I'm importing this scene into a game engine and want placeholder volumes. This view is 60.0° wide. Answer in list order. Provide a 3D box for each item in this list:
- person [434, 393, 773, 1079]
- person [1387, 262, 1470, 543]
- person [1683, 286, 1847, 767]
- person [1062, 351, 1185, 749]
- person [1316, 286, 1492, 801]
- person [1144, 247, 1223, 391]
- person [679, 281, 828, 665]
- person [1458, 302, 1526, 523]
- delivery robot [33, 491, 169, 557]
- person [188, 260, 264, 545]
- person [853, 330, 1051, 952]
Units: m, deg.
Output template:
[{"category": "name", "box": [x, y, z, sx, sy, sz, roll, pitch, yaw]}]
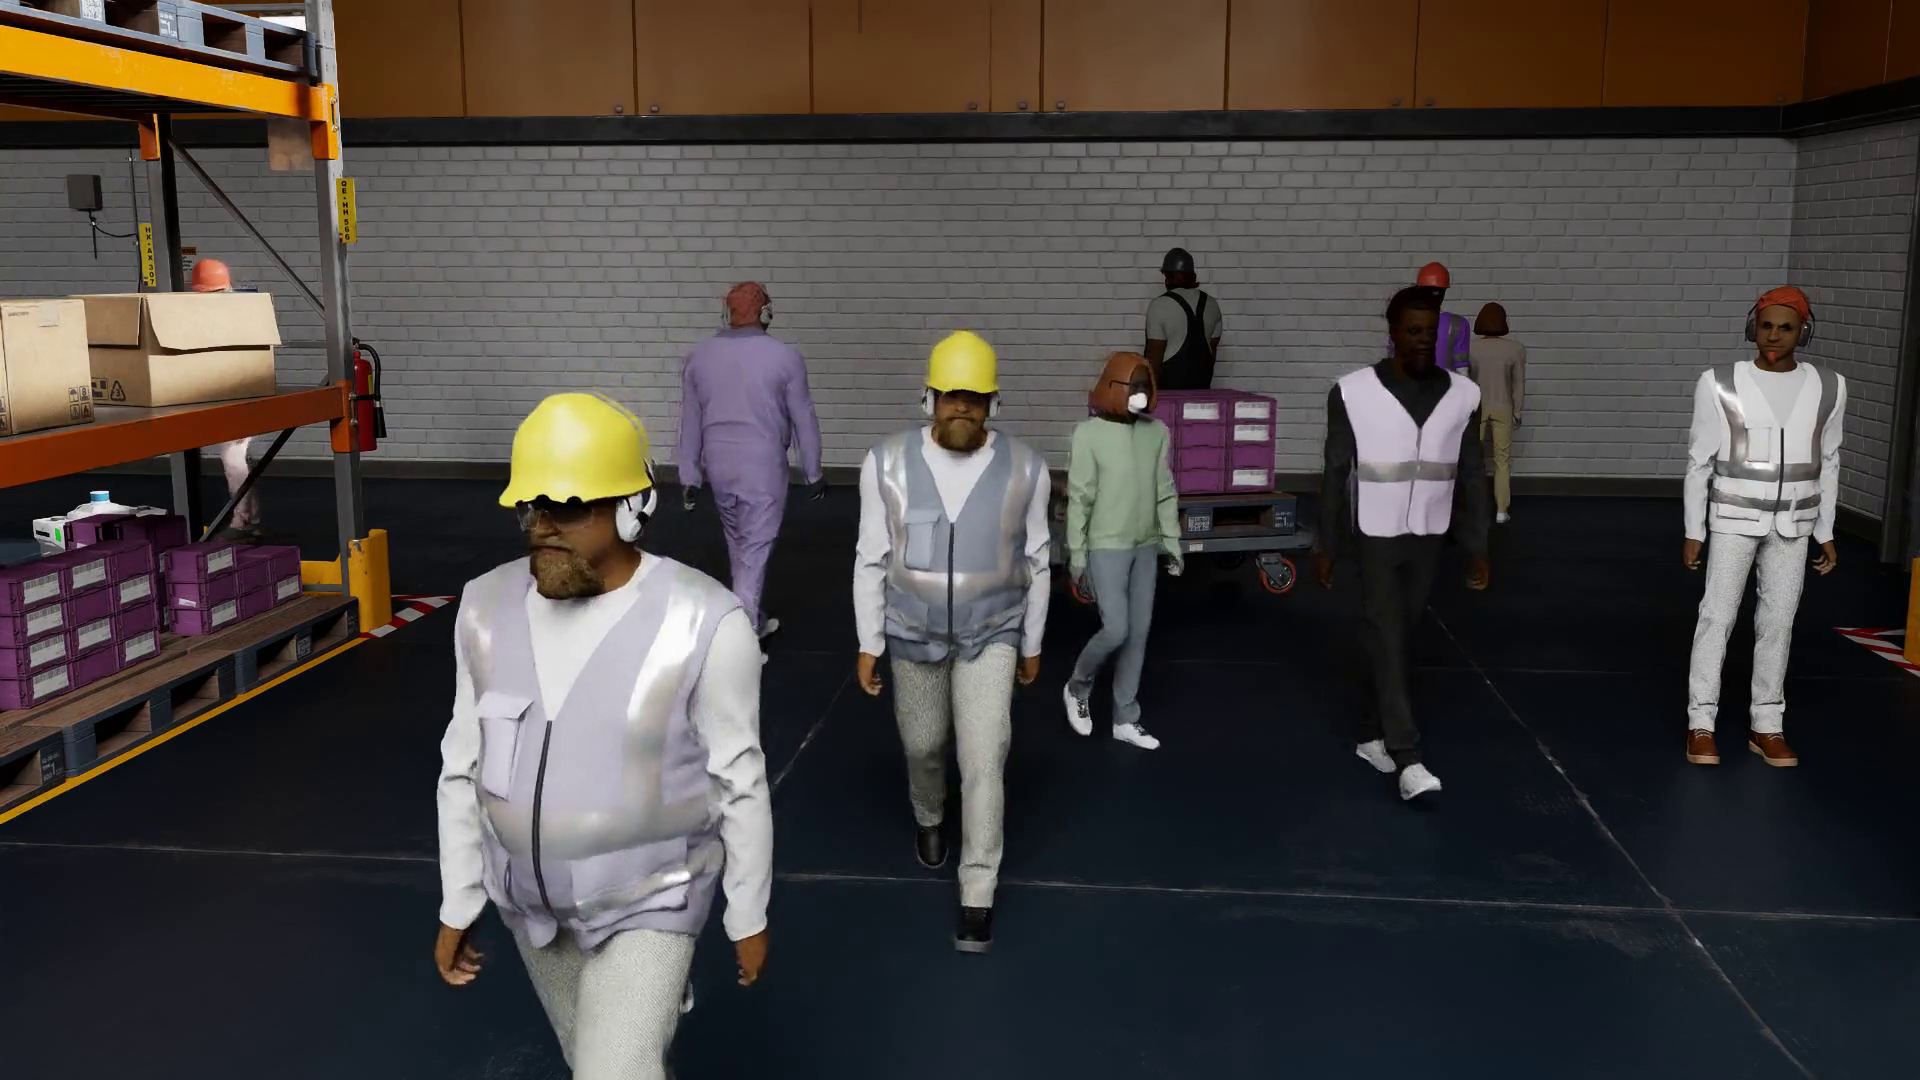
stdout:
[{"category": "person", "box": [-0.639, 0.613, 3.039, 0.594, 1.792, 0.927, 3, 10, 19]}, {"category": "person", "box": [3.219, -0.940, 11.488, 0.553, 1.935, 0.362, 3, 10, 15]}, {"category": "person", "box": [3.128, -0.042, 6.507, 0.584, 1.879, 0.337, 1, 10, 5]}, {"category": "person", "box": [0.669, 0.045, 6.747, 0.511, 1.620, 0.361, -7, 12, -36]}, {"category": "person", "box": [1.694, 0.019, 6.154, 0.619, 1.876, 0.938, -2, 10, -11]}, {"category": "person", "box": [1.664, -1.244, 12.933, 0.673, 2.000, 0.536, -6, 12, -30]}, {"category": "person", "box": [-0.982, -0.332, 8.216, 0.653, 1.868, 0.894, 5, 11, 24]}, {"category": "person", "box": [3.923, -0.939, 12.344, 0.499, 1.636, 0.286, 2, 10, 13]}, {"category": "delivery robot", "box": [-5.214, -0.055, 10.111, 0.477, 0.478, 0.707, 8, 12, 37]}, {"category": "person", "box": [-5.014, -0.927, 11.390, 0.721, 1.955, 0.718, 6, 11, 30]}, {"category": "person", "box": [-0.017, 0.249, 5.097, 0.584, 1.801, 0.884, 1, 10, 3]}]
